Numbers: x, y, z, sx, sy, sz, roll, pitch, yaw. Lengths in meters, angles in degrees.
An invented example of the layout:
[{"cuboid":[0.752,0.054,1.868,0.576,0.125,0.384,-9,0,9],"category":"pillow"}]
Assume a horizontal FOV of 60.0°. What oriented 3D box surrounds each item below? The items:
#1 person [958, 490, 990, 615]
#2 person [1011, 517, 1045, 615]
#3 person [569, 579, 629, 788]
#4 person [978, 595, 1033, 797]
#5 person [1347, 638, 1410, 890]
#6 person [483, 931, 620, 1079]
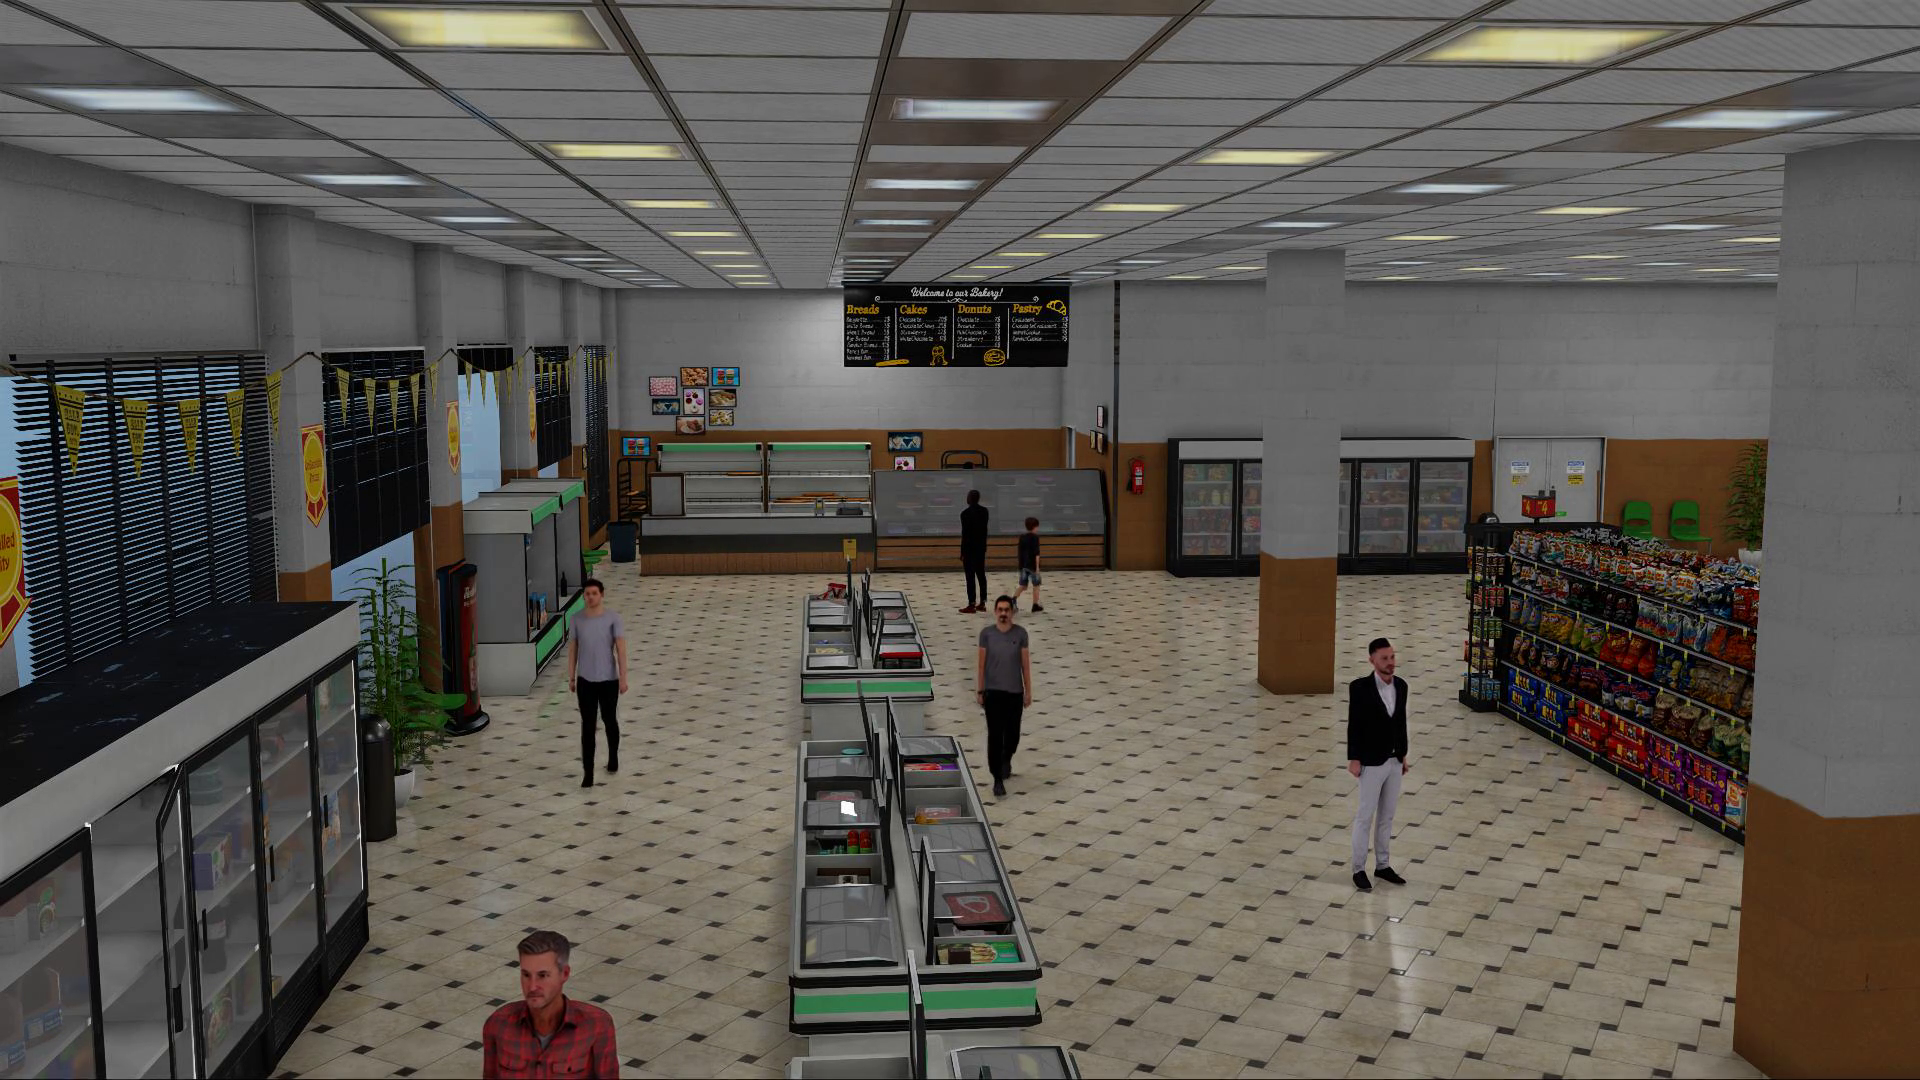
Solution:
[{"cuboid":[0.214,0.161,24.436,0.831,1.817,0.785,7,9,43],"category":"person"},{"cuboid":[0.961,0.389,24.178,0.886,1.426,0.950,6,9,40],"category":"person"},{"cuboid":[-3.270,1.275,15.156,0.743,1.832,1.164,0,7,-2],"category":"person"},{"cuboid":[0.390,1.355,14.903,0.626,1.735,1.117,-1,7,-4],"category":"person"},{"cuboid":[3.079,1.620,12.248,0.717,1.845,0.663,-3,7,-22],"category":"person"},{"cuboid":[-1.540,2.351,6.261,0.695,1.831,0.559,0,7,-1],"category":"person"}]
